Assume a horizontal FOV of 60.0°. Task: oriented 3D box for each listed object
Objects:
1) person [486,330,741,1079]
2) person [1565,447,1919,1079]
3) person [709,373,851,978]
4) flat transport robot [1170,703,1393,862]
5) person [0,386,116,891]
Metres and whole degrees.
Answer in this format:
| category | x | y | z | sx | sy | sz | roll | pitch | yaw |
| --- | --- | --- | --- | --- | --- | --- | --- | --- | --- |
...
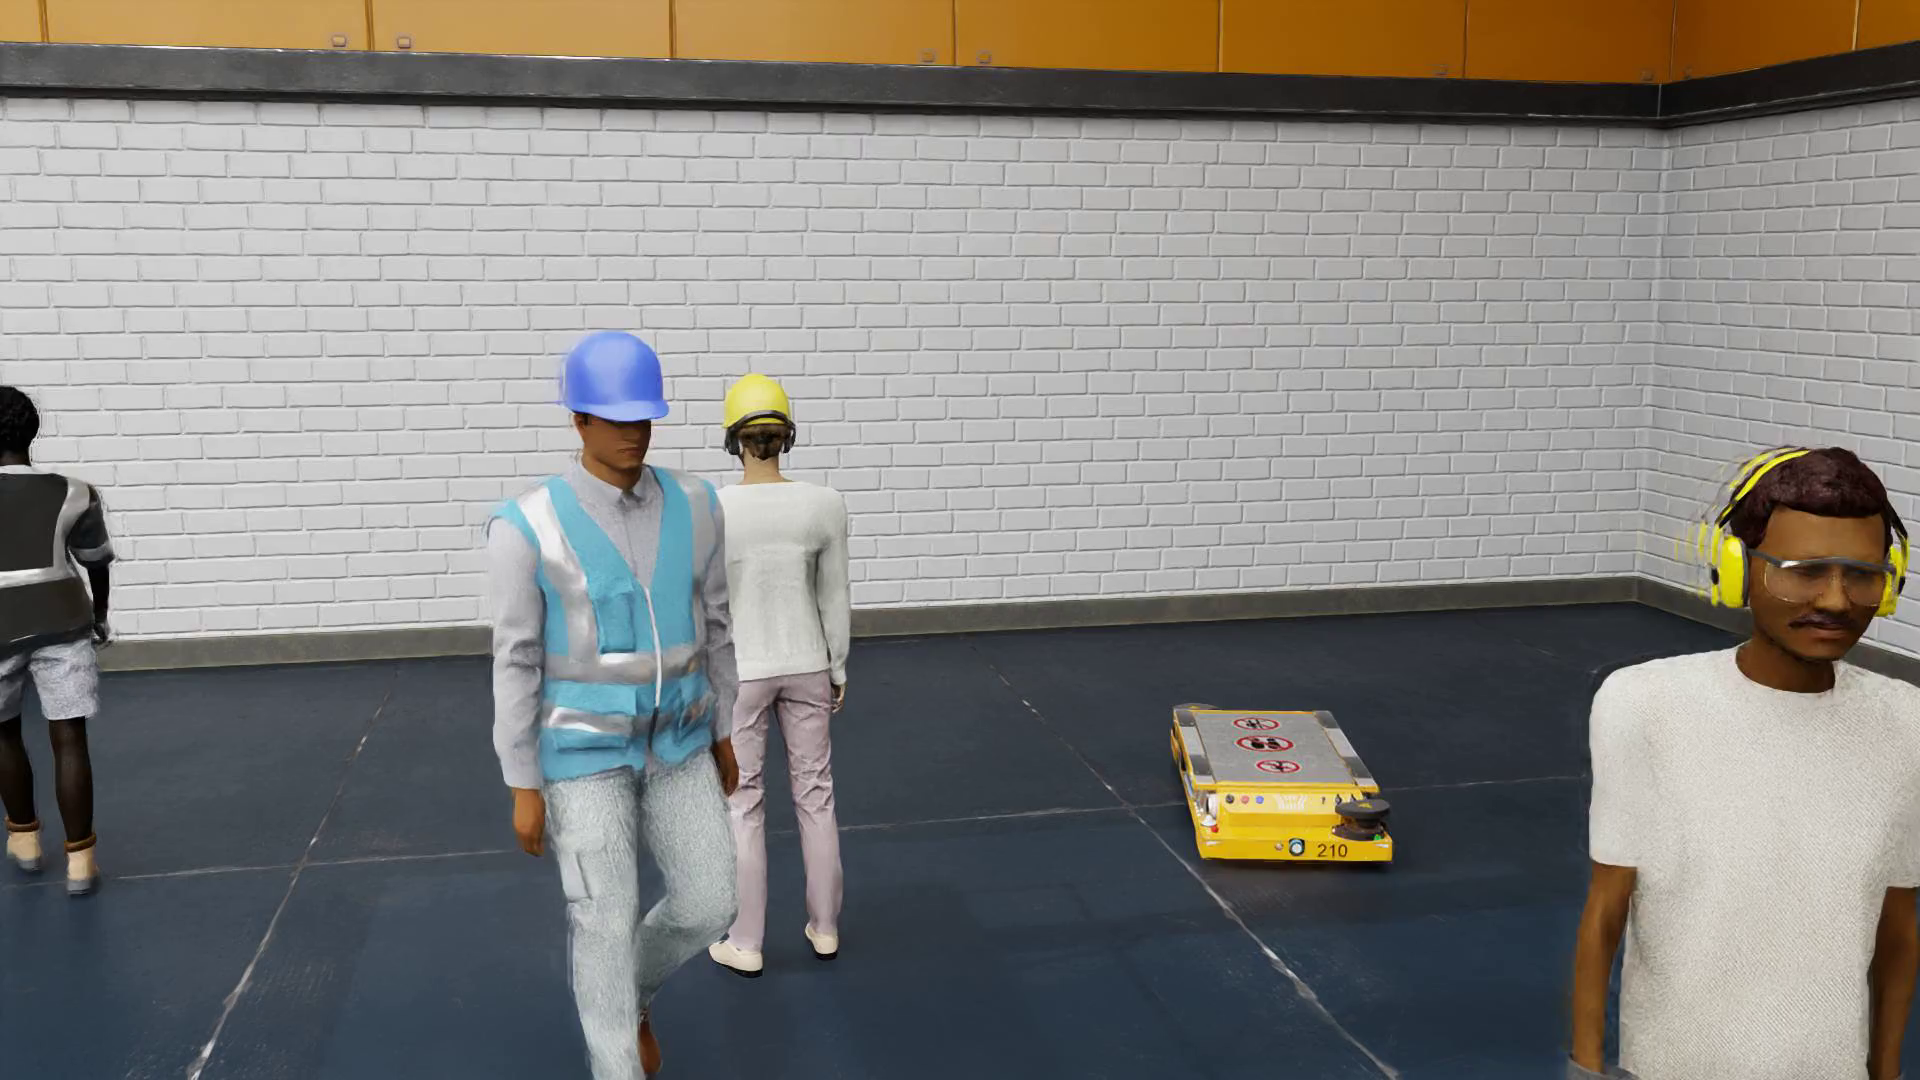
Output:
| category | x | y | z | sx | sy | sz | roll | pitch | yaw |
| --- | --- | --- | --- | --- | --- | --- | --- | --- | --- |
| person | -0.782 | 0.479 | 3.867 | 0.627 | 1.926 | 0.472 | -7 | 12 | -38 |
| person | 1.103 | 0.766 | 2.415 | 0.522 | 1.850 | 0.796 | 2 | 9 | 10 |
| person | -0.577 | 0.396 | 4.908 | 0.533 | 1.765 | 0.329 | -5 | 10 | -27 |
| flat transport robot | 1.190 | 0.897 | 6.392 | 0.652 | 0.197 | 1.431 | 0 | 9 | 3 |
| person | -3.108 | 0.323 | 5.557 | 0.563 | 1.676 | 0.631 | -6 | 11 | -31 |
